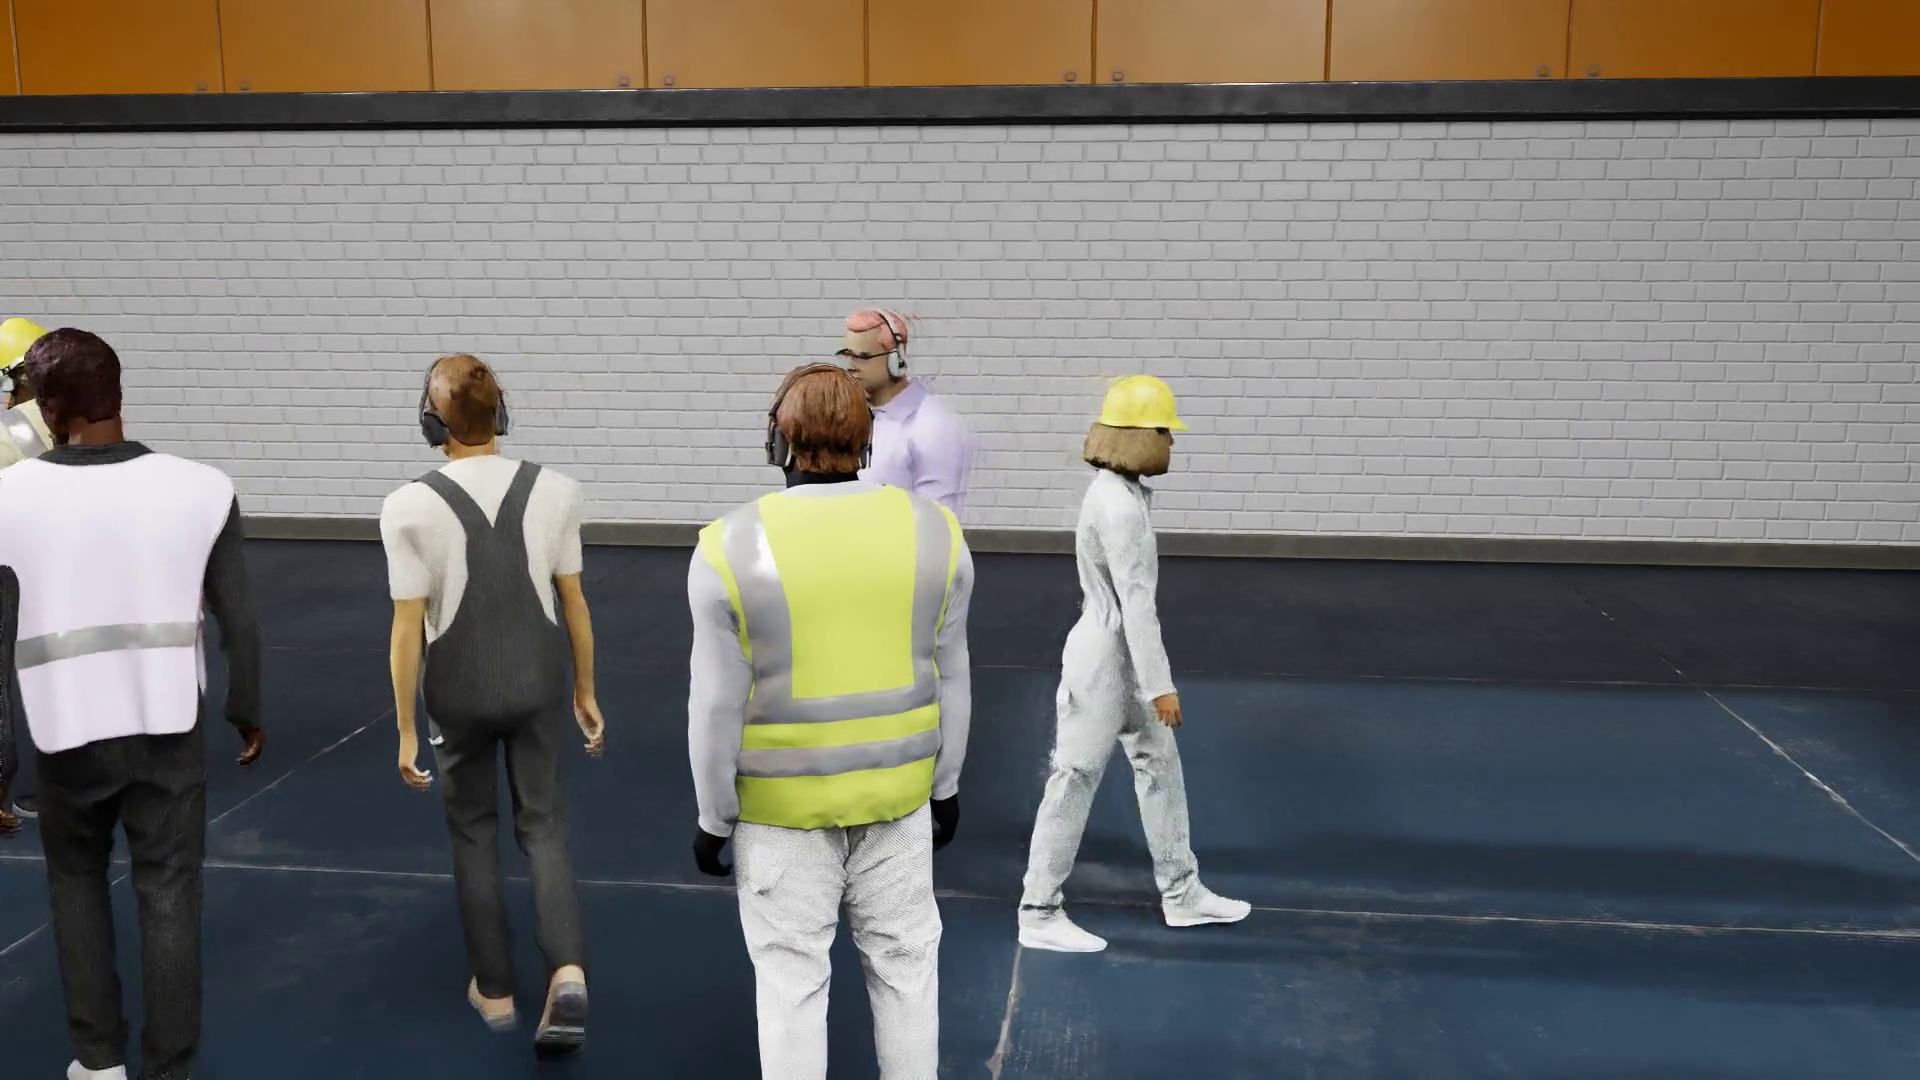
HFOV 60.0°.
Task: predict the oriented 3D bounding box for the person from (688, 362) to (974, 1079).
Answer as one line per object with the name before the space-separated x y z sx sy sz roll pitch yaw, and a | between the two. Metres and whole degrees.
person | -0.279 0.546 3.558 0.619 1.845 0.430 -4 11 -21

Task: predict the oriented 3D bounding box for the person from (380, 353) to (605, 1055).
person | -1.163 0.437 4.256 0.547 1.820 0.677 -5 11 -28

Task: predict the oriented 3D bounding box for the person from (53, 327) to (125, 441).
person | -4.684 -0.278 8.781 0.533 1.673 0.690 -1 10 -8

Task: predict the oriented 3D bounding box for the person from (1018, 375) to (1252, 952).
person | 0.542 0.385 4.866 0.806 1.713 0.505 1 10 7

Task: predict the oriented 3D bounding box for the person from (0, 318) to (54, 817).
person | -3.338 0.106 6.114 0.404 1.828 0.591 3 10 16

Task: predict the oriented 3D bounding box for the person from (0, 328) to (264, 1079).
person | -1.982 0.449 3.964 0.624 1.884 0.662 -5 11 -27

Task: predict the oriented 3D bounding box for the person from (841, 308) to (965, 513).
person | -0.279 0.166 5.601 0.424 1.885 0.668 -9 13 -42
